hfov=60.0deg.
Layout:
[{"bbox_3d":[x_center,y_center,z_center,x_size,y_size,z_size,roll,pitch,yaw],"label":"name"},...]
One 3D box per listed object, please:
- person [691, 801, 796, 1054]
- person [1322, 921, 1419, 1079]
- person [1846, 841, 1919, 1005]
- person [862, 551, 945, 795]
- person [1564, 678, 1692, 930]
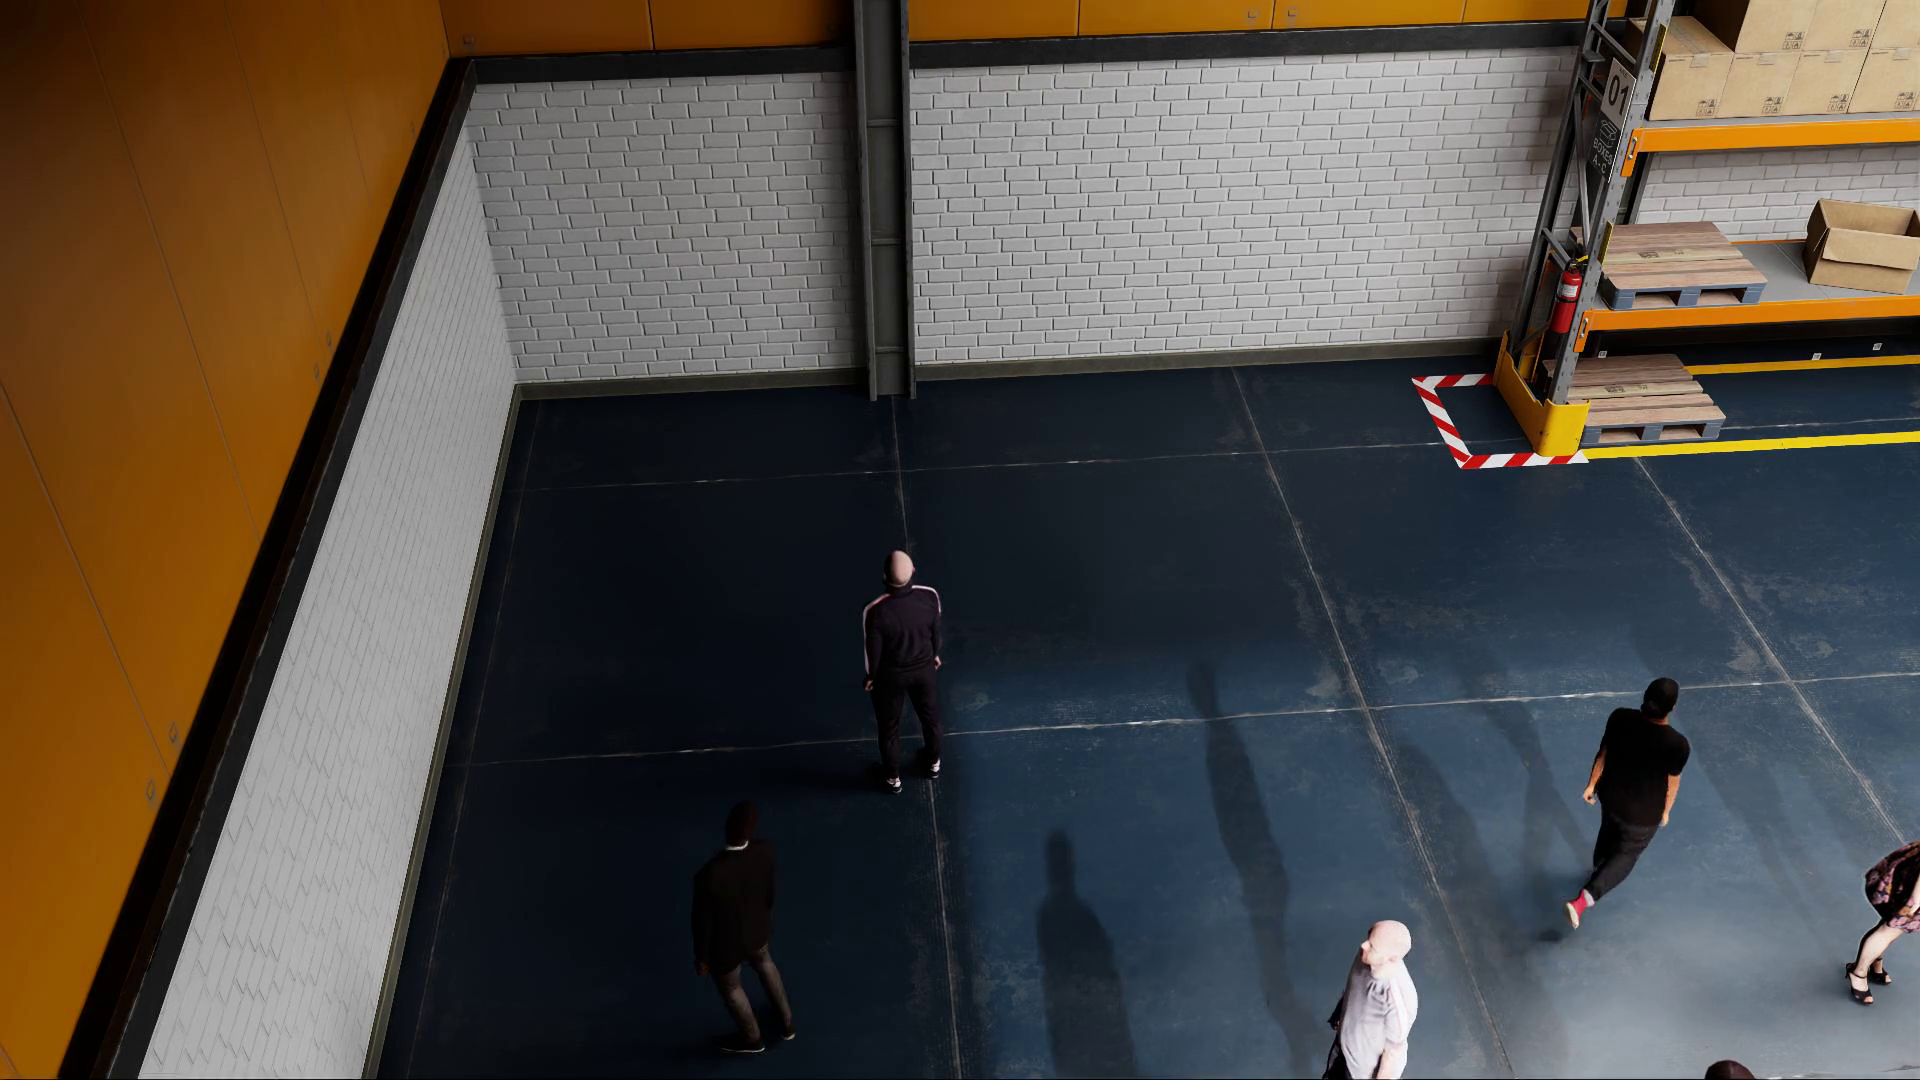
[{"bbox_3d":[-1.177,2.081,8.689,0.838,1.781,0.767,17,42,21],"label":"person"},{"bbox_3d":[2.044,2.512,8.116,0.804,1.821,0.687,-3,39,-4],"label":"person"},{"bbox_3d":[5.221,1.851,8.983,0.777,1.773,0.857,-25,45,-28],"label":"person"},{"bbox_3d":[-0.341,0.818,10.225,0.636,1.836,0.806,-15,41,-18],"label":"person"},{"bbox_3d":[3.770,1.507,9.439,1.136,1.741,0.973,-27,46,-30],"label":"person"}]
